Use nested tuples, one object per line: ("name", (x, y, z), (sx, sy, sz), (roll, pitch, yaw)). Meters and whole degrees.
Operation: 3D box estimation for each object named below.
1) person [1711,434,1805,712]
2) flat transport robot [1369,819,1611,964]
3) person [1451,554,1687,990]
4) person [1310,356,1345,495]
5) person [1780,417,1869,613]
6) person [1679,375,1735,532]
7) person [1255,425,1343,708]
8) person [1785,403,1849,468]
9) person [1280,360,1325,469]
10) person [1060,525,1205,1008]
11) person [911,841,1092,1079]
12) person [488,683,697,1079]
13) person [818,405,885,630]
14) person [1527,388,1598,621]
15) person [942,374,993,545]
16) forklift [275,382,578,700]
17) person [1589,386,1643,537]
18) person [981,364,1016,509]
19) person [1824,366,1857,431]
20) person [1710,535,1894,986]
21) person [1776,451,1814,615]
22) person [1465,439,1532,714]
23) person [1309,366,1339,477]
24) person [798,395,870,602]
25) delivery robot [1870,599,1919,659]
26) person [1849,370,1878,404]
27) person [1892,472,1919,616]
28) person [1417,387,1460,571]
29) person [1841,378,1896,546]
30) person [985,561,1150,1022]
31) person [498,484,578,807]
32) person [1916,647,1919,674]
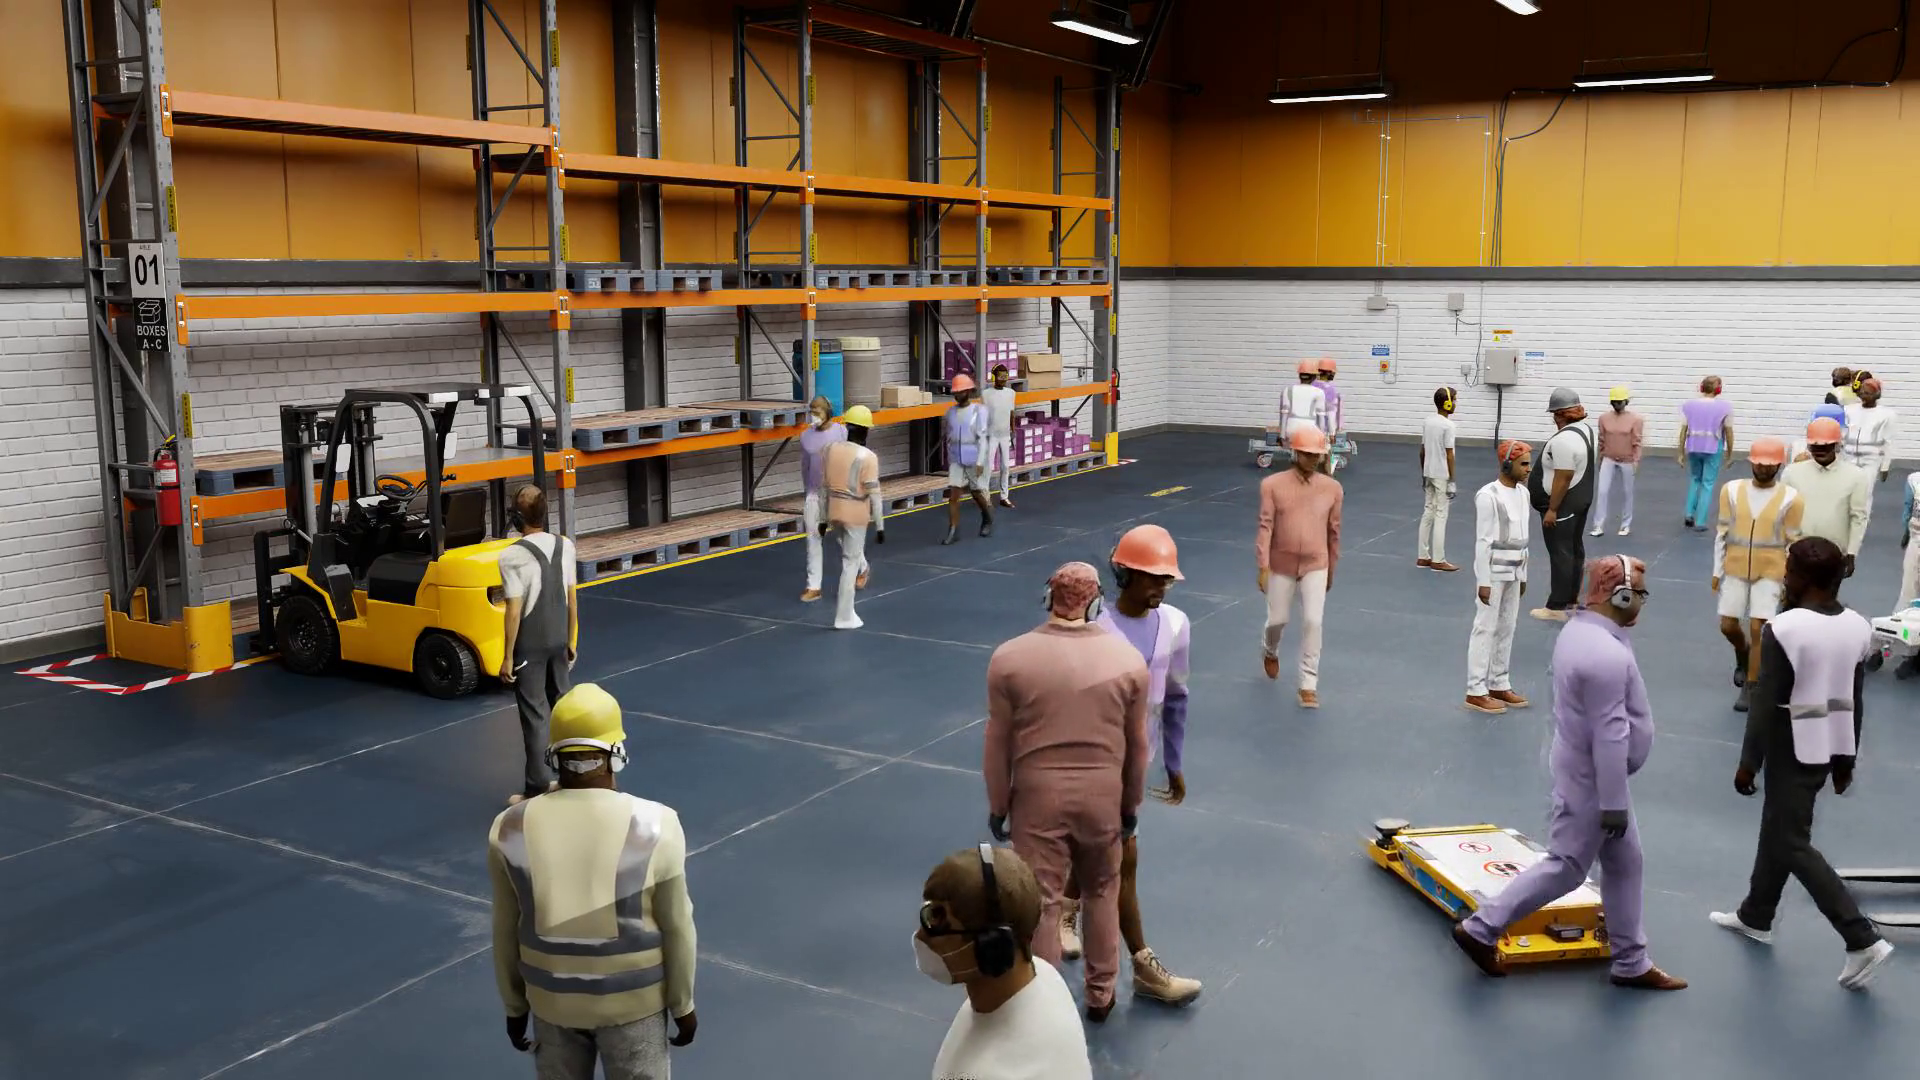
("person", (5.527, 0.209, 11.530), (0.551, 1.921, 0.592), (7, 11, 37))
("flat transport robot", (2.537, 1.620, 7.872), (0.652, 0.197, 1.431), (-2, 9, -10))
("person", (2.571, 0.978, 6.951), (0.929, 1.868, 0.649), (2, 9, 15))
("person", (4.800, -1.511, 22.354), (0.897, 1.911, 0.555), (-3, 10, -17))
("person", (6.304, 0.078, 12.220), (0.611, 1.970, 0.480), (5, 11, 31))
("person", (8.734, -1.010, 19.441), (0.558, 1.825, 0.515), (9, 13, 44))
("person", (2.376, 0.149, 11.778), (0.614, 1.969, 0.804), (0, 9, 2))
("person", (7.301, -0.237, 14.398), (0.917, 1.905, 0.642), (-3, 10, -18))
("person", (4.463, -1.397, 21.741), (0.555, 1.885, 0.960), (4, 10, 22))
("person", (0.641, 0.904, 7.041), (0.612, 1.996, 0.980), (-6, 11, -35))
("person", (0.054, 1.533, 3.302), (0.542, 1.921, 0.640), (0, 9, -2))
("person", (-1.065, 1.326, 4.893), (0.596, 1.825, 0.403), (1, 9, 6))
("person", (-0.888, -0.190, 14.068), (0.631, 1.902, 0.554), (8, 12, 41))
("person", (5.226, -0.327, 14.519), (0.535, 2.000, 0.674), (7, 12, 39))
("person", (0.091, -0.919, 18.648), (0.544, 1.909, 0.861), (4, 10, 26))
("forklift", (-3.974, -0.067, 12.417), (2.313, 2.155, 1.214), (5, 11, 30))
("person", (7.468, -0.879, 18.909), (0.533, 1.731, 0.821), (7, 11, 37))
("person", (0.492, -1.318, 21.312), (0.505, 1.853, 0.320), (-5, 10, -26))
("person", (11.284, -1.307, 21.315), (0.617, 1.821, 0.458), (-2, 9, -14))
("person", (3.686, 0.937, 7.193), (0.600, 1.870, 0.875), (-5, 10, -29))
("person", (6.679, 0.093, 13.222), (0.396, 1.622, 0.516), (-6, 11, -32))
("person", (3.728, 0.247, 11.455), (0.579, 1.878, 0.349), (-8, 12, -39))
("person", (5.194, -1.730, 24.280), (0.796, 1.737, 0.529), (-3, 10, -18))
("person", (-1.173, -0.408, 15.458), (0.635, 1.912, 0.858), (5, 10, 28))
("delivery robot", (7.227, 0.687, 12.521), (0.707, 0.478, 0.477), (-3, 10, -21))
("person", (10.641, -1.079, 19.743), (0.537, 1.869, 0.314), (-6, 11, -33))
("person", (7.999, 0.011, 13.736), (0.807, 1.598, 0.545), (-7, 12, -39))
("person", (4.866, -0.614, 16.878), (0.327, 1.861, 0.514), (-3, 10, -18))
("person", (9.957, -0.851, 18.290), (0.482, 1.872, 0.584), (-6, 11, -34))
("person", (0.417, 1.030, 6.574), (0.644, 1.880, 0.546), (-1, 9, -5))
("person", (-2.354, 0.606, 9.308), (0.328, 1.842, 0.516), (7, 11, 35))
("person", (7.309, 0.138, 12.084), (0.545, 1.888, 0.659), (-7, 11, -35))
